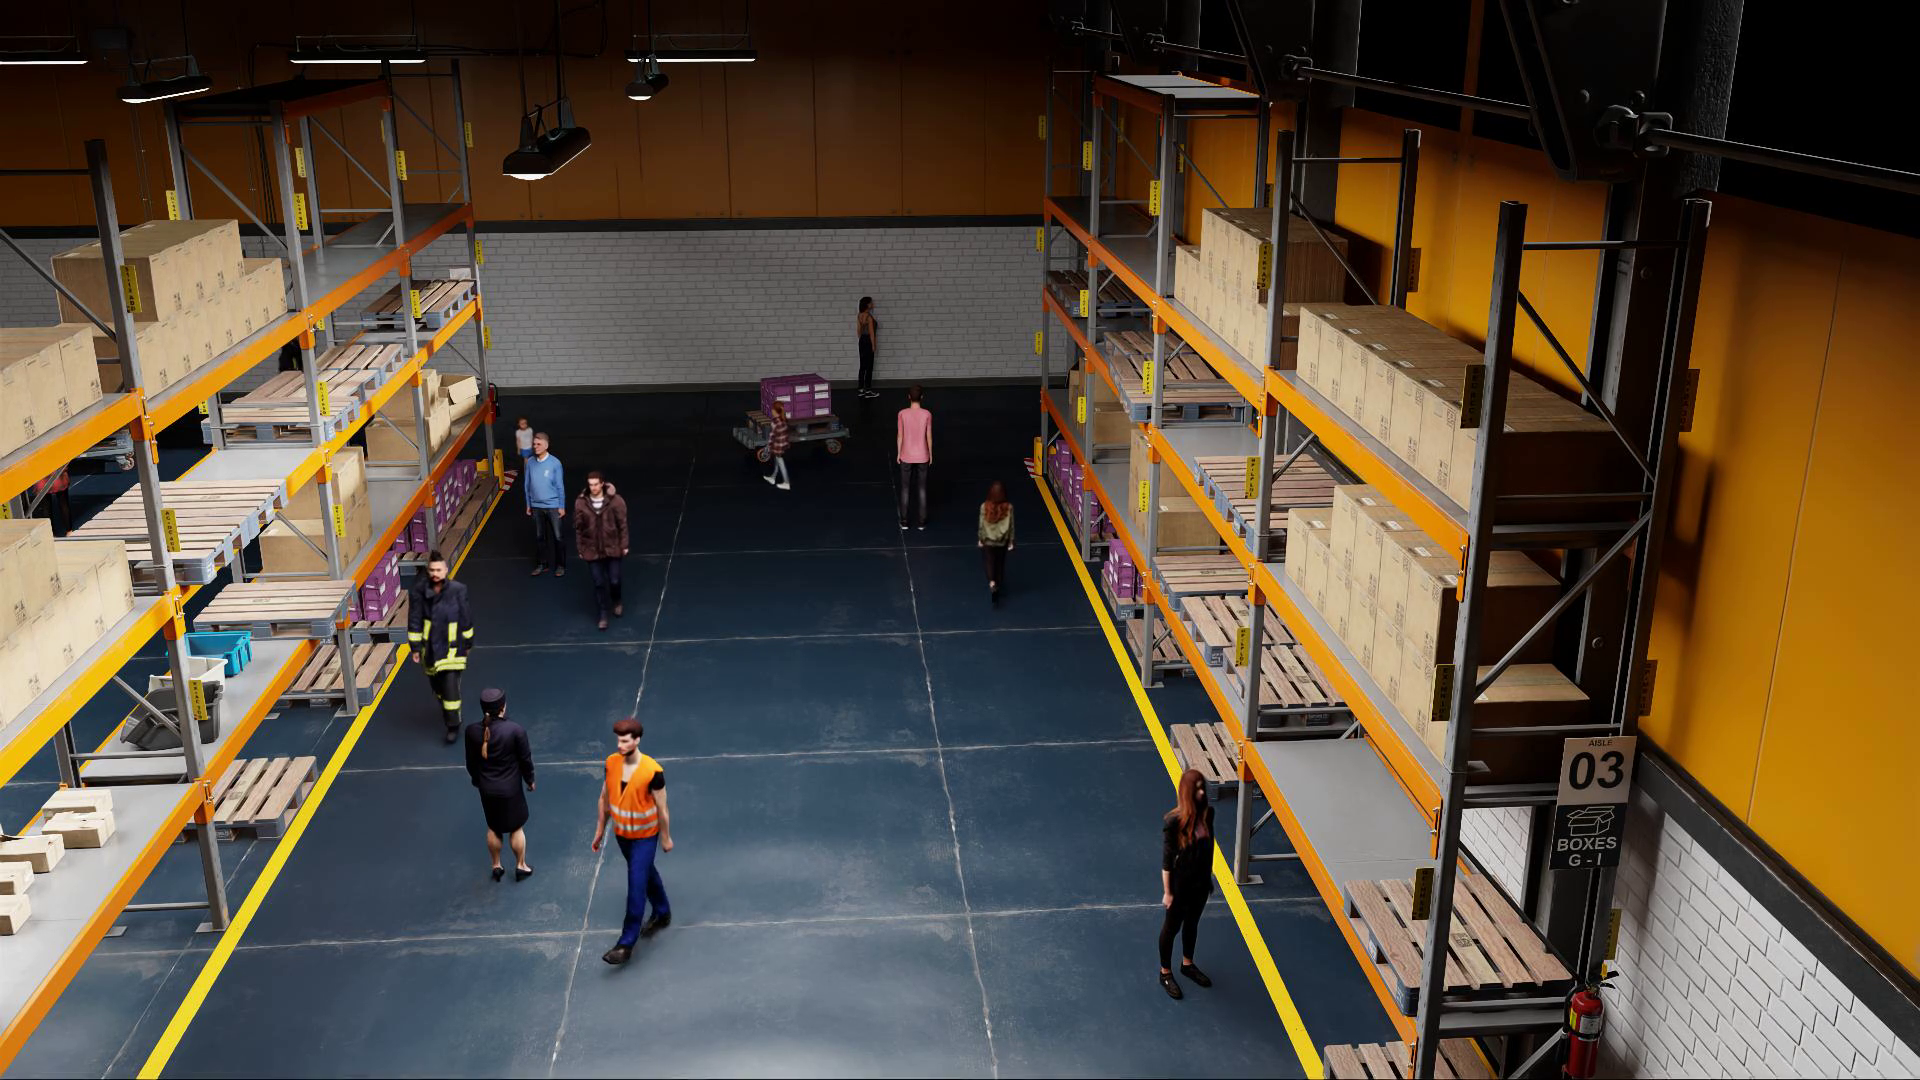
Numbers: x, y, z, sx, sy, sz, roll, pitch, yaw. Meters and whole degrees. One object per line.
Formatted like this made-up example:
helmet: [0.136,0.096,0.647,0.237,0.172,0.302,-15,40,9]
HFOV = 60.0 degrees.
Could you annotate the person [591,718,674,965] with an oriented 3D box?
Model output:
person: [-2.385,2.175,12.575,1.066,1.854,1.192,12,22,31]

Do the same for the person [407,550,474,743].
person: [-5.035,0.965,16.185,0.725,1.841,1.101,-2,19,-6]

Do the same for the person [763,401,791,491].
person: [-2.543,-1.351,23.927,0.824,1.291,0.800,10,21,28]

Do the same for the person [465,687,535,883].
person: [-3.704,1.986,13.423,0.720,1.671,0.663,1,19,3]

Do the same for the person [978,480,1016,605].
person: [0.417,0.034,19.549,0.576,1.460,0.888,-1,19,-3]

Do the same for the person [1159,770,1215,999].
person: [1.633,2.441,12.004,0.674,1.712,0.670,-11,22,-30]

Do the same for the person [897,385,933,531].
person: [-0.608,-1.100,22.133,0.619,1.958,0.548,-1,19,-4]

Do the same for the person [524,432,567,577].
person: [-5.085,-0.456,20.442,0.717,1.819,0.665,3,19,10]

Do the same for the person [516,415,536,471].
person: [-6.365,-1.351,24.373,0.602,1.005,0.734,-12,22,-32]

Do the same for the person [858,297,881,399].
person: [-1.648,-3.414,29.303,0.759,1.769,0.651,-13,22,-33]

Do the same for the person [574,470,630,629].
person: [-4.030,0.074,18.844,0.760,1.833,0.750,-1,19,-2]
